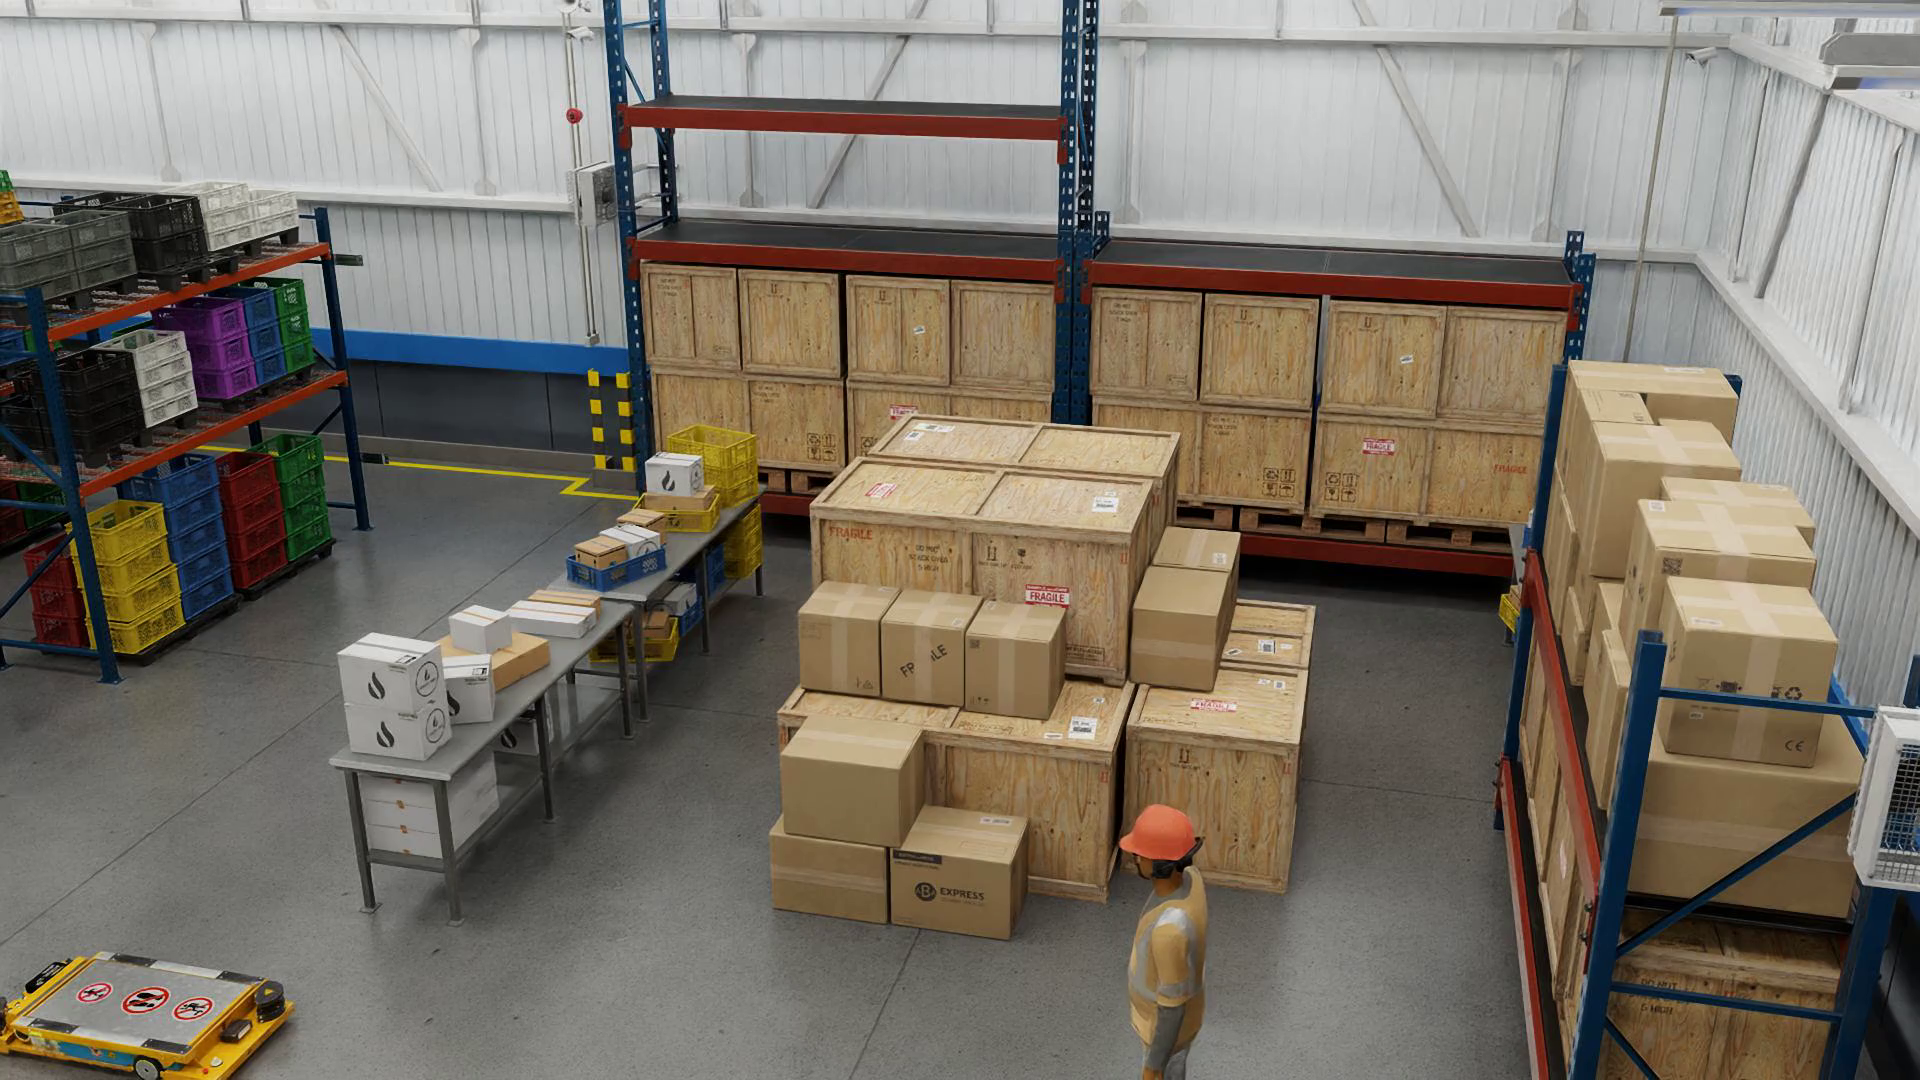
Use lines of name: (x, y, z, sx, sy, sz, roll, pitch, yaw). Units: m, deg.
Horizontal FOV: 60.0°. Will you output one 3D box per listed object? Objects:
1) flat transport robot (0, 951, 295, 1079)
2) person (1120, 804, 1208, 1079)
flat transport robot: (-4.270, 2.464, 8.601, 1.431, 0.231, 0.659, 5, 22, 13)
person: (0.854, 2.059, 7.177, 0.392, 2.041, 0.610, 5, 21, 12)
